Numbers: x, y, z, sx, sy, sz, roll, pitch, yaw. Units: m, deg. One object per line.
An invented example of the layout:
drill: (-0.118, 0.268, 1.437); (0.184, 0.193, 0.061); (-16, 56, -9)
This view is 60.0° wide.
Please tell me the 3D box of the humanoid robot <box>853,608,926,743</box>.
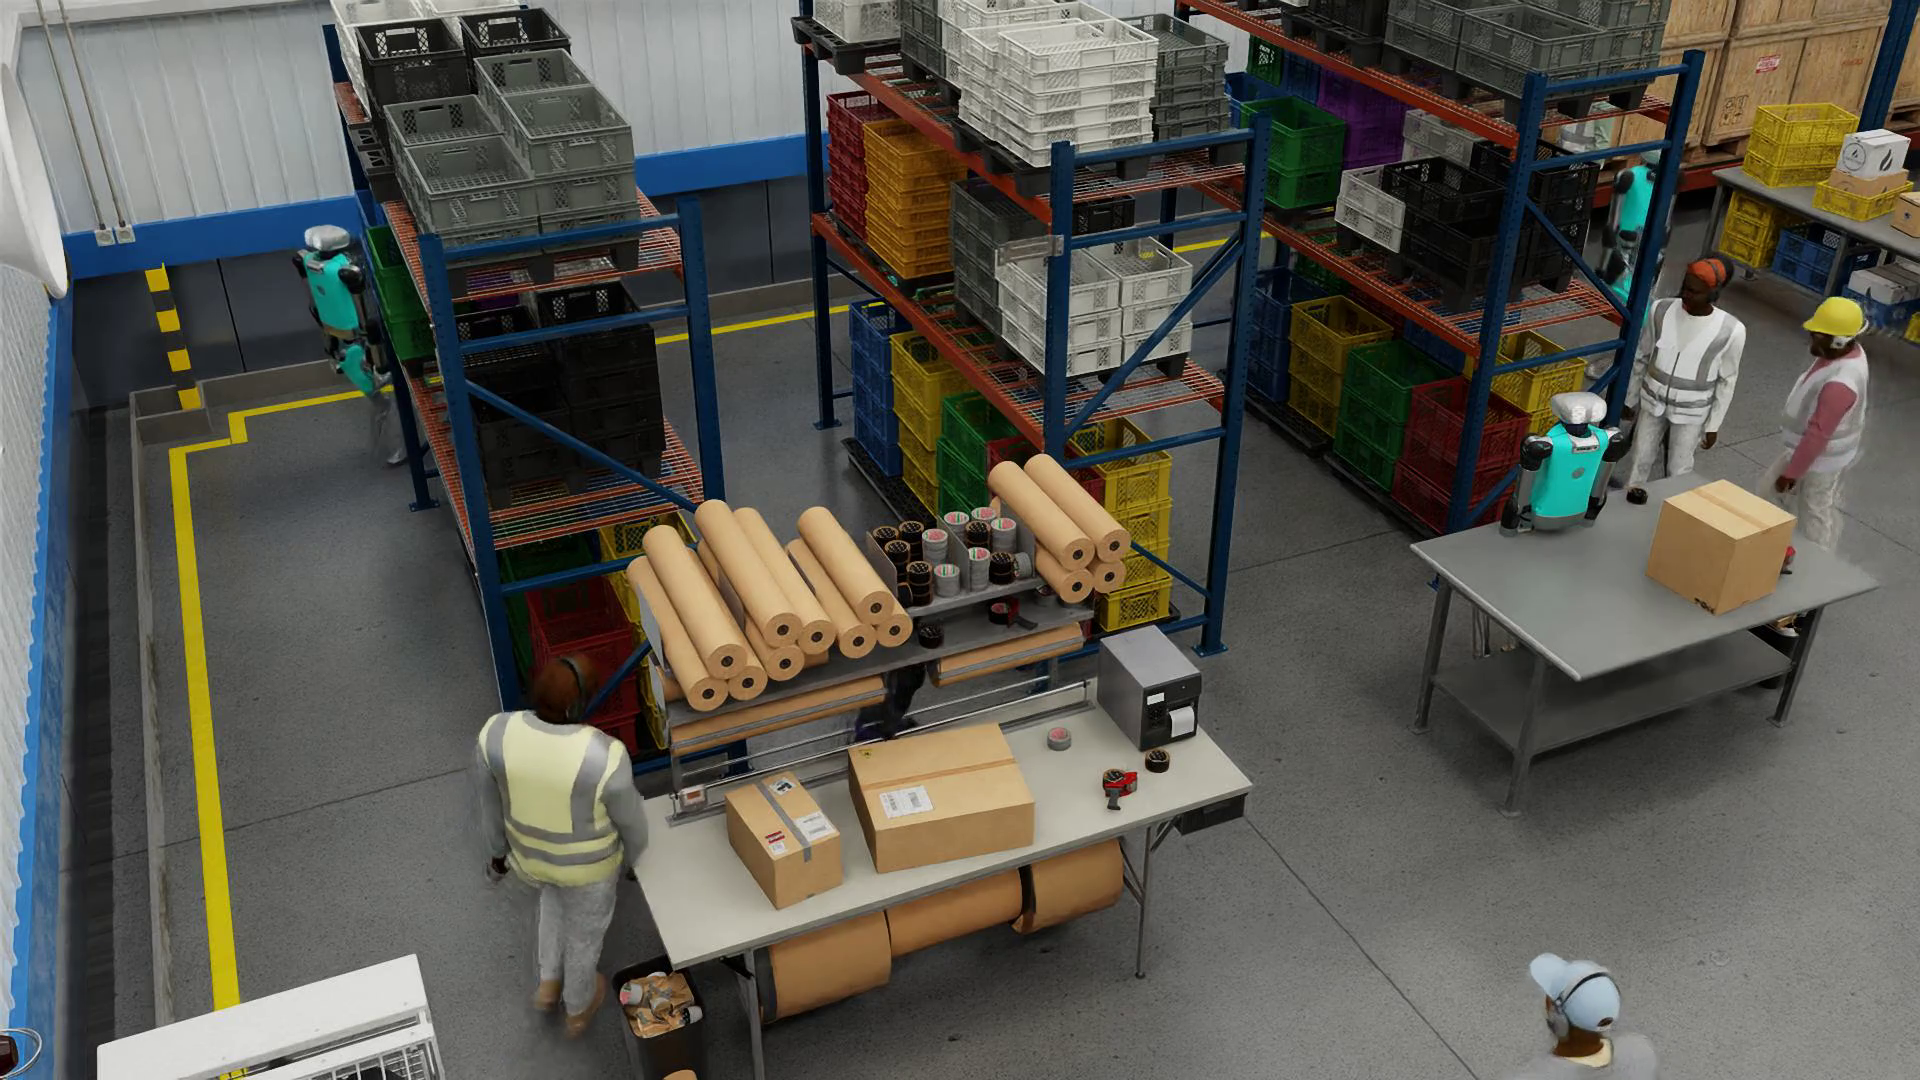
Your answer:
humanoid robot: (-0.284, 0.883, 7.191); (0.335, 1.643, 0.611); (2, 32, 3)

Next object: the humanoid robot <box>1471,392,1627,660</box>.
humanoid robot: (2.919, -0.090, 8.588); (0.533, 1.677, 0.735); (-7, 32, -11)

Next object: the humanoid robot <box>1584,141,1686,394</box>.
humanoid robot: (4.776, -1.779, 11.467); (0.616, 1.761, 0.915); (-9, 33, -14)

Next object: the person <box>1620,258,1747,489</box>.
person: (4.138, -0.754, 9.655); (0.343, 1.881, 0.578); (-28, 41, -37)

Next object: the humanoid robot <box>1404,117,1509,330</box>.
humanoid robot: (3.576, -2.256, 12.255); (0.842, 1.798, 0.550); (16, 35, 24)

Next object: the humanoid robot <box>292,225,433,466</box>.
humanoid robot: (-3.685, -1.193, 10.580); (0.556, 1.840, 0.782); (17, 35, 25)

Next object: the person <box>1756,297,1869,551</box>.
person: (4.722, -0.514, 9.333); (0.668, 1.804, 0.630); (13, 34, 20)

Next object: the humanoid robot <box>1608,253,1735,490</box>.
humanoid robot: (4.397, -1.022, 10.322); (0.597, 1.627, 0.596); (17, 36, 26)

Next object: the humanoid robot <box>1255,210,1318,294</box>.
humanoid robot: (2.550, -2.485, 12.712); (0.769, 1.637, 0.612); (7, 32, 12)

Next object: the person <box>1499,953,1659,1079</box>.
person: (1.799, 2.002, 5.213); (0.596, 1.852, 0.395); (-13, 34, -20)

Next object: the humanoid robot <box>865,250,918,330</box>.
humanoid robot: (-0.413, -1.977, 11.770); (0.591, 1.765, 0.884); (0, 32, 0)

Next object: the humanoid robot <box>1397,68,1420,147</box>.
humanoid robot: (3.660, -3.255, 13.899); (0.315, 1.657, 0.599); (1, 32, 1)

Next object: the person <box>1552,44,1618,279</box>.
person: (4.945, -3.040, 13.307); (0.387, 1.949, 0.602); (-3, 32, -5)

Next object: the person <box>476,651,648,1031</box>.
person: (-1.513, 1.201, 6.540); (0.641, 1.824, 0.466); (9, 33, 15)
